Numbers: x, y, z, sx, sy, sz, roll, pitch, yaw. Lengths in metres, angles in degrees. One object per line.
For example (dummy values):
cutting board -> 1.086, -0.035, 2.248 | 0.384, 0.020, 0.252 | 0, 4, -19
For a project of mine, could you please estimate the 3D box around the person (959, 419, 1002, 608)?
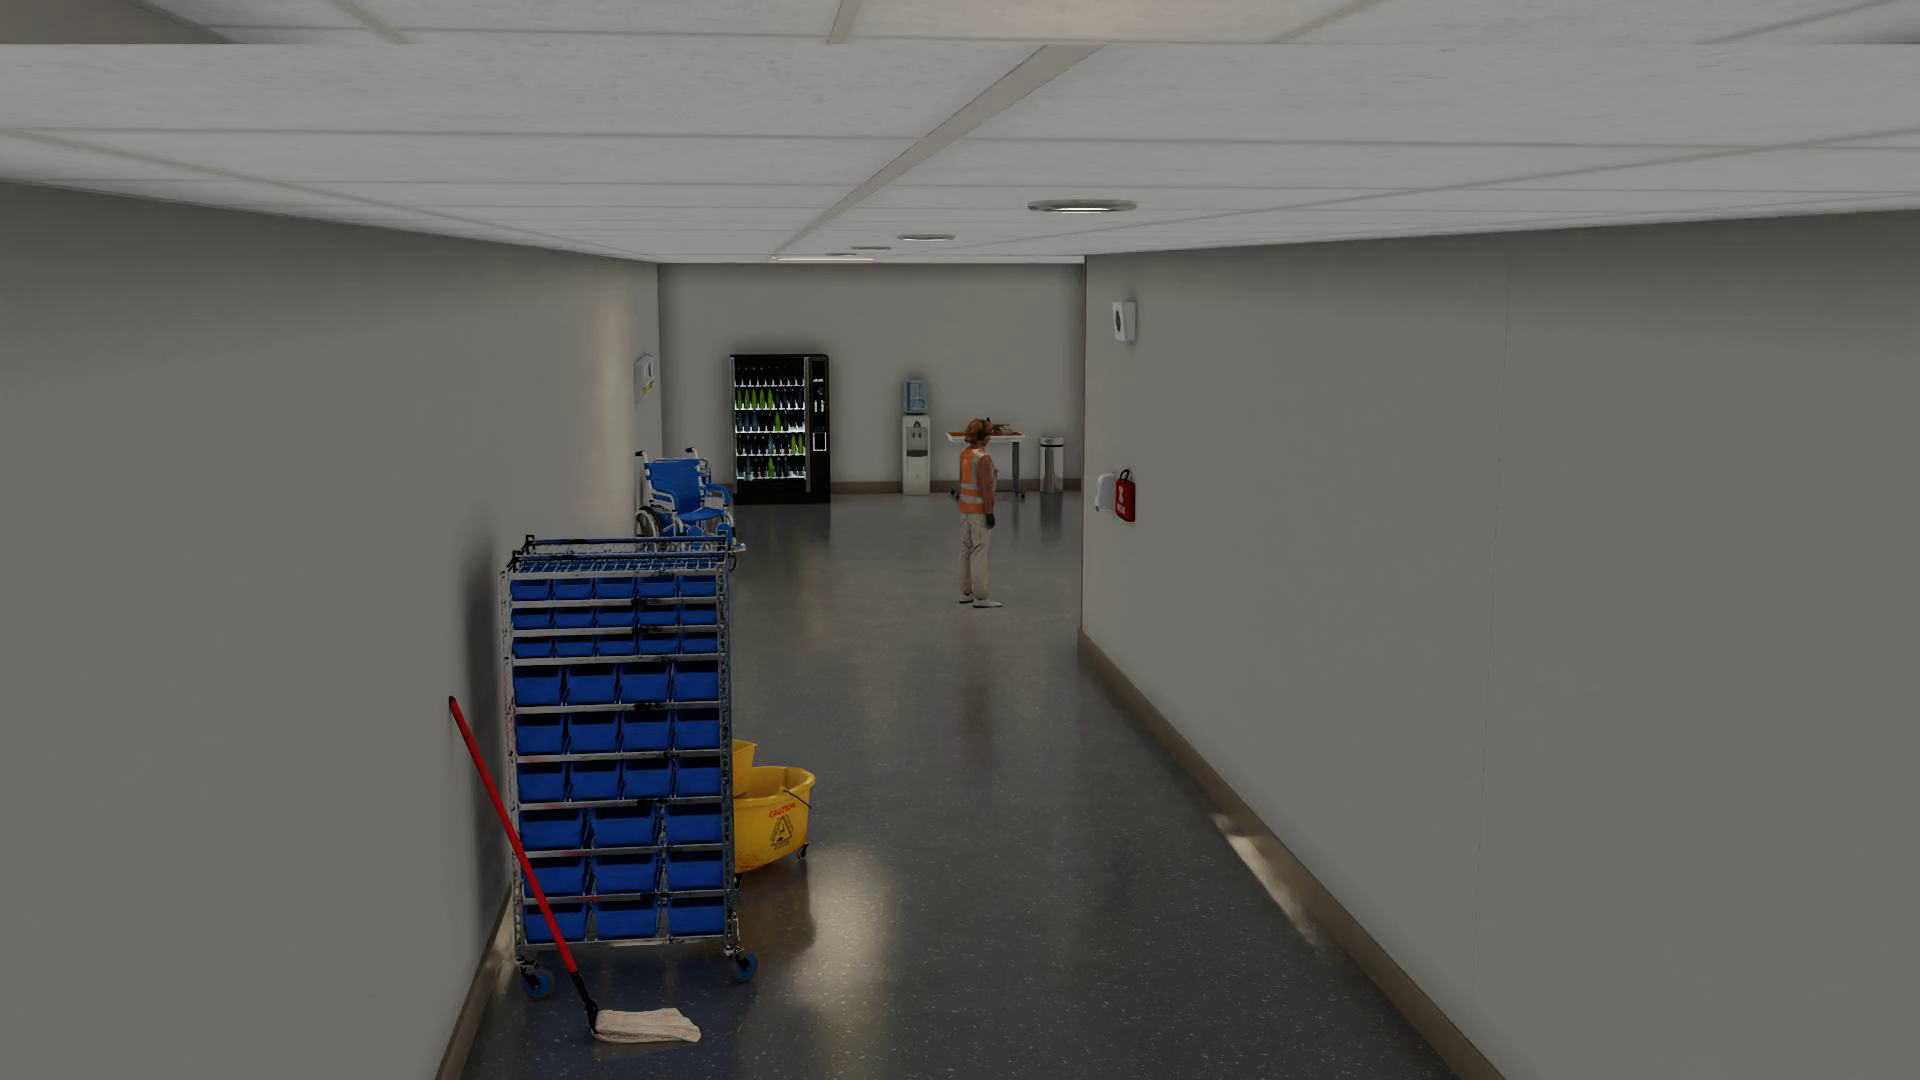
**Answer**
person -> 0.150, -0.234, 14.431 | 0.311, 1.640, 0.514 | -4, 10, -26
